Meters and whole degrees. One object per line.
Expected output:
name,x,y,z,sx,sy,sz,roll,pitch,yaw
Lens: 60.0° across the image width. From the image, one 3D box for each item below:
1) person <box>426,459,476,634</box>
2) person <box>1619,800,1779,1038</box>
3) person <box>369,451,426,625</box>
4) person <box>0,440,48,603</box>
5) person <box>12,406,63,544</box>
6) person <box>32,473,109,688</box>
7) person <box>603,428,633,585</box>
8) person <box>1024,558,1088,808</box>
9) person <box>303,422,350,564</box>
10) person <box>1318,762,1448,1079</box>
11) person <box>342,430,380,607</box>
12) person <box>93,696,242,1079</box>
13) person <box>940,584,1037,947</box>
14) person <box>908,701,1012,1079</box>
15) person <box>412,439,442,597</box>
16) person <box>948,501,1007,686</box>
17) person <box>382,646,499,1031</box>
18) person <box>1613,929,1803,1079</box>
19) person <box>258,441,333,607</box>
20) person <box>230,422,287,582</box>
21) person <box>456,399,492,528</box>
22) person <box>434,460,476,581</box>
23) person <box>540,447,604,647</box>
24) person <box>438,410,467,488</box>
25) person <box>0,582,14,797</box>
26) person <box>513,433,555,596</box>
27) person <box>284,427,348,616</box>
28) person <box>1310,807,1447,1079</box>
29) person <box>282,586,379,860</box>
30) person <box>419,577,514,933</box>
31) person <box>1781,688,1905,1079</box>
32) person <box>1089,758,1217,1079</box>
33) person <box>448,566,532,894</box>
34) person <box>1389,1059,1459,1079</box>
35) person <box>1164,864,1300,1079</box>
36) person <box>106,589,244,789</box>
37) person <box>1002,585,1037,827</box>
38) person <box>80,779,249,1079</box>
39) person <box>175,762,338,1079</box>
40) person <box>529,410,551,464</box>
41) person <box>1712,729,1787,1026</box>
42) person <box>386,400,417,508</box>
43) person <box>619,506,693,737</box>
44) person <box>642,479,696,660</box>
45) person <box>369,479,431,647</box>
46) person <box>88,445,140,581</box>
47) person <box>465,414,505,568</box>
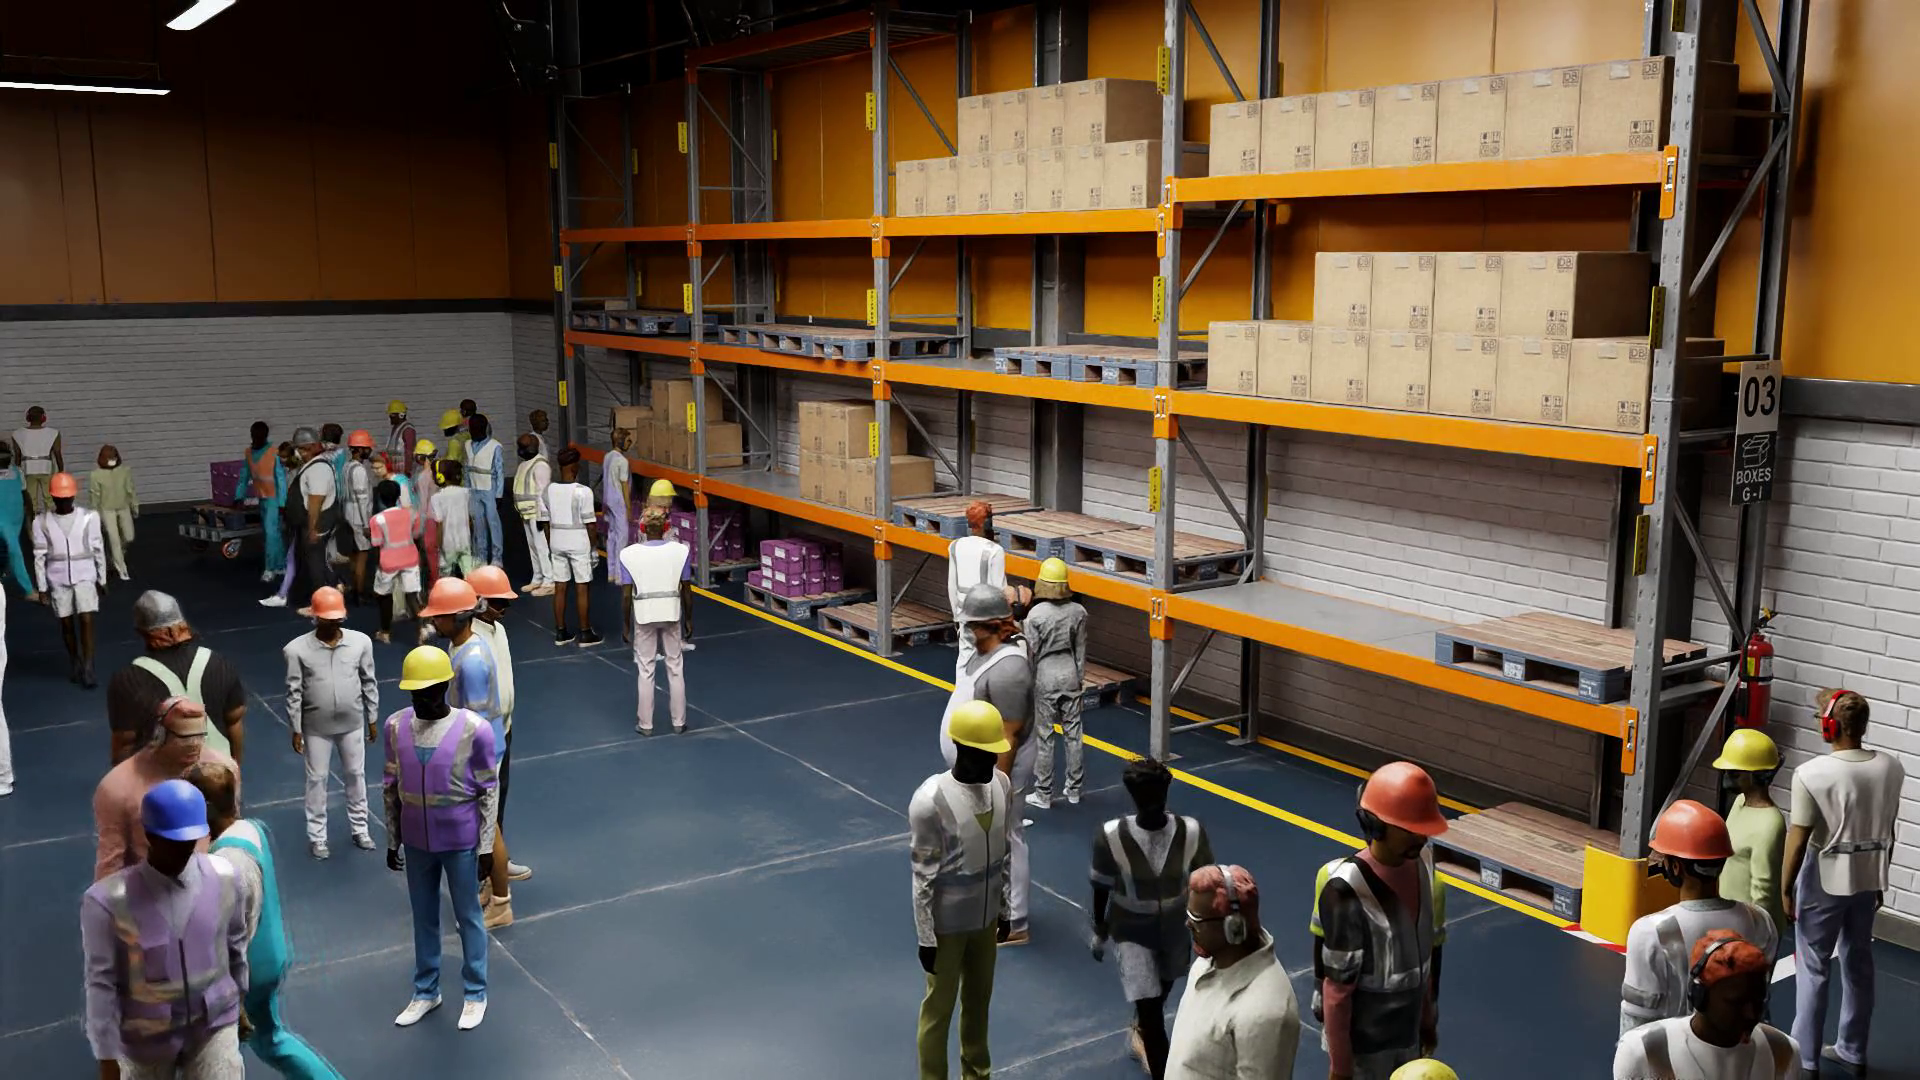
person,-4.990,0.100,16.540,0.987,1.823,0.579,8,12,39
person,2.539,1.859,5.847,0.543,1.929,0.386,-2,10,-10
person,-5.875,-0.021,17.193,0.651,1.808,0.585,-7,12,-36
person,-10.569,-0.216,18.422,0.990,1.805,0.518,3,10,19
person,-12.210,-0.855,22.061,0.579,1.830,0.408,-4,10,-23
person,-7.804,0.376,14.586,0.557,1.901,0.900,-4,10,-23
person,-3.951,-0.389,19.318,0.359,1.835,0.512,-7,12,-37
person,0.644,0.984,11.512,0.484,1.744,0.296,-4,11,-24
person,-7.764,-0.530,20.262,0.669,1.797,0.826,4,11,23
person,1.550,1.778,6.037,0.612,2.029,0.407,-9,13,-43
person,-6.509,-0.233,18.118,0.387,1.930,0.544,-6,12,-33
person,-3.557,1.602,7.491,0.663,1.875,0.681,9,13,44
person,0.159,1.221,9.250,0.537,2.000,0.691,-1,10,-6
person,0.037,1.626,7.240,0.396,1.918,0.586,9,13,43
person,-5.963,-0.247,18.678,0.312,1.769,0.525,1,10,4
person,0.164,0.623,13.219,0.575,1.884,0.355,8,13,40
person,-2.565,1.458,8.194,0.590,1.927,0.367,1,10,9
person,2.179,2.046,4.910,0.586,1.879,0.369,-1,10,-6
person,-7.225,-0.170,18.047,0.925,1.814,0.645,-5,11,-29
person,-8.262,-0.464,19.616,0.821,1.884,0.681,6,11,32
person,-6.812,-1.046,23.182,0.431,1.837,0.635,7,12,35
person,-5.272,0.007,17.384,0.318,1.697,0.535,4,10,21
person,-3.786,0.067,16.238,0.606,1.967,0.367,4,10,21
person,-6.558,-0.735,21.251,0.677,1.871,0.661,-1,10,-6
person,-6.903,0.876,11.681,0.408,1.907,0.651,-6,12,-33
person,-4.805,-0.289,18.743,0.431,1.836,0.624,-6,12,-33
person,-6.869,-0.208,17.638,0.538,2.000,0.702,-4,10,-22
person,1.678,1.829,6.715,0.537,1.691,0.318,2,10,13
person,-3.969,1.146,10.553,0.565,1.745,0.349,-6,12,-33
person,-2.782,1.208,9.380,0.434,2.033,0.609,-3,10,-19
person,4.039,1.597,7.646,0.561,1.837,0.390,-2,10,-13
person,0.885,1.738,7.394,0.617,1.639,0.894,-1,10,-8
person,-2.813,1.133,9.935,0.406,1.987,0.617,2,10,9
person,1.183,2.202,4.398,0.320,1.737,0.483,-4,10,-22
person,0.852,1.957,5.369,0.400,1.896,0.647,-1,10,-4
person,-4.286,1.251,9.072,0.582,2.000,0.679,9,13,41
person,0.335,1.106,11.132,0.317,1.629,0.508,-3,10,-17
person,-2.997,1.797,6.273,0.605,1.913,0.818,-8,13,-40
person,-2.906,1.764,6.759,0.854,1.816,0.560,-1,10,-8
person,-5.394,-0.751,21.398,0.345,1.847,0.508,-1,10,-4
person,3.445,1.691,7.328,0.339,1.759,0.527,2,10,13
person,-7.774,-1.045,23.189,0.403,1.824,0.594,-7,12,-36
person,-2.395,0.650,13.174,0.566,1.846,0.387,-3,10,-18
person,-2.761,0.281,15.732,0.755,1.713,0.482,-5,11,-27
person,-5.454,0.232,16.130,0.540,1.672,0.762,-8,13,-40
person,-9.989,-0.335,19.621,0.511,1.610,0.541,9,13,42
person,-5.774,-0.585,20.225,0.587,1.915,0.397,6,11,31
